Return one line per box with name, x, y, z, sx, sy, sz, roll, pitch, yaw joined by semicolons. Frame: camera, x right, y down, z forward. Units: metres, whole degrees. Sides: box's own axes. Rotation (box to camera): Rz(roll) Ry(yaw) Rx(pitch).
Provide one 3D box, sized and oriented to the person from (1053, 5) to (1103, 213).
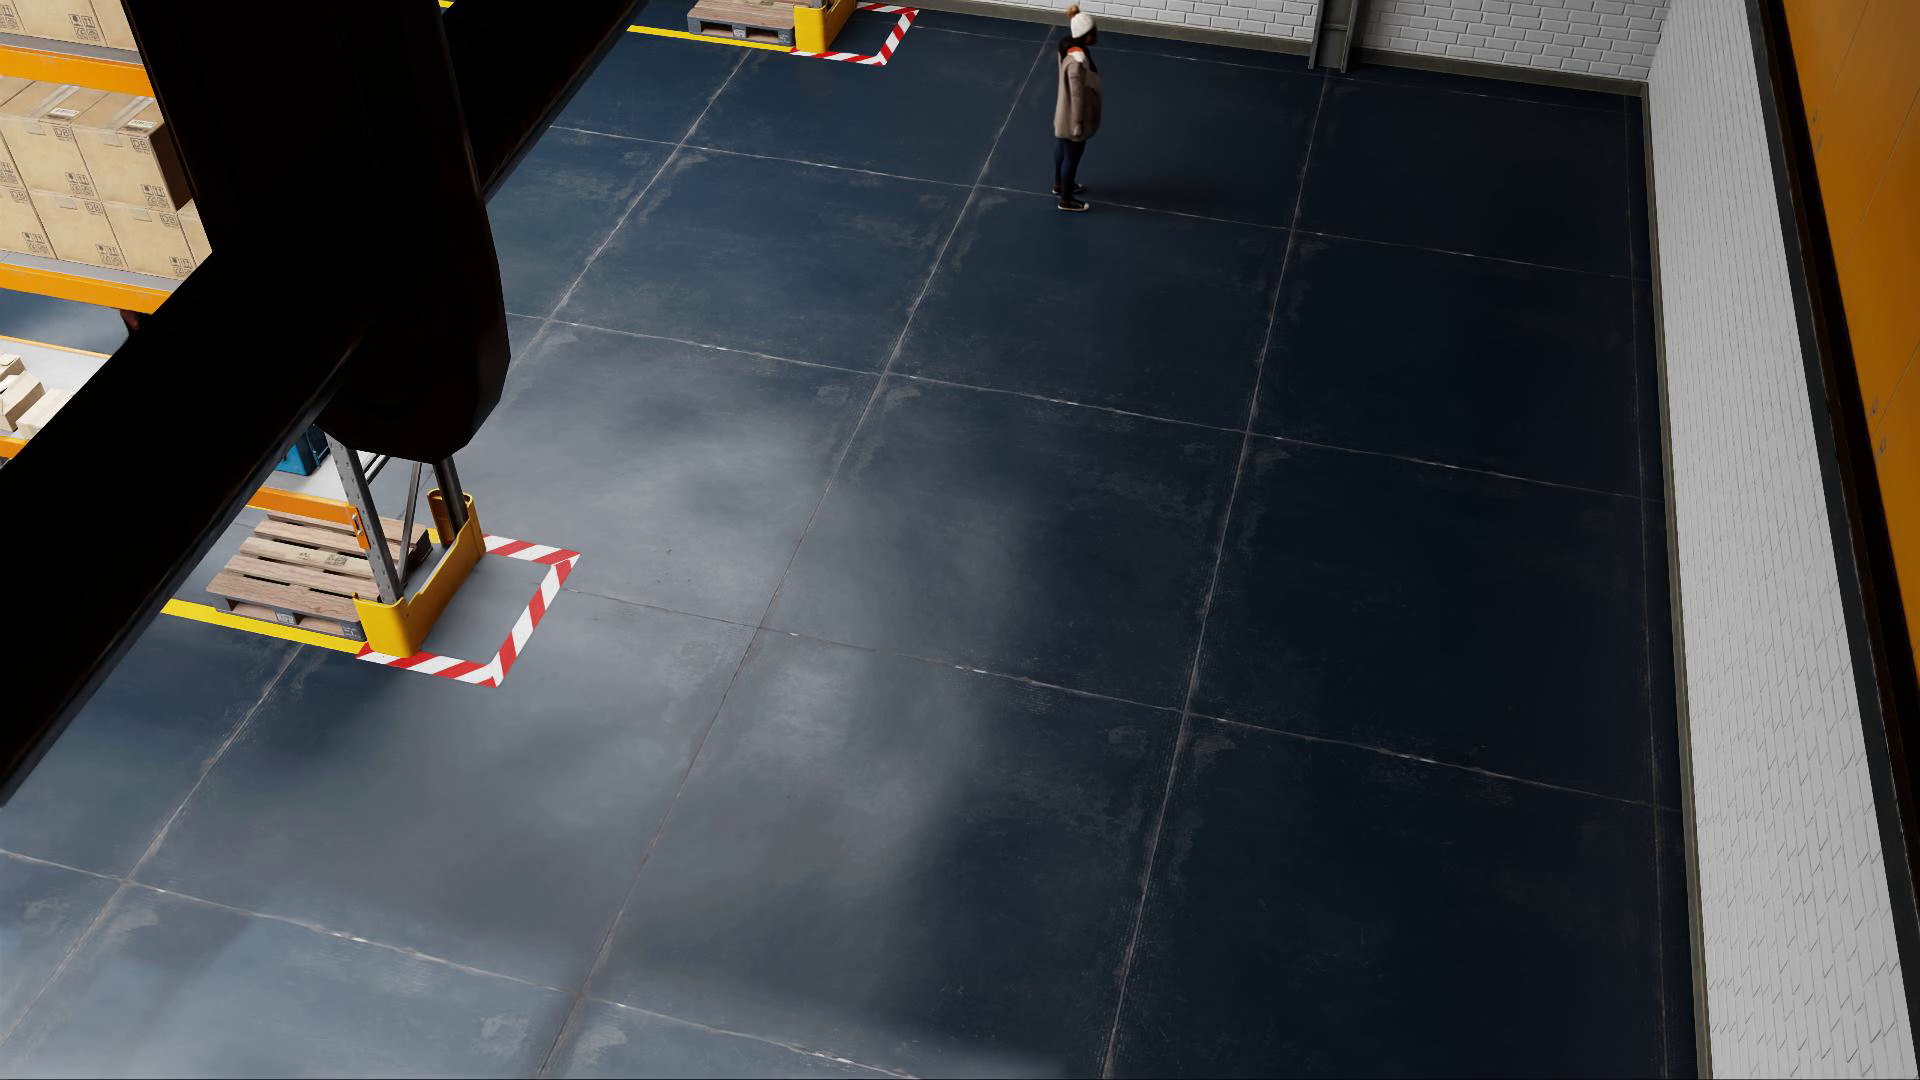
person;1.012;-3.897;14.994;0.788;1.892;0.778;-3;44;-3
